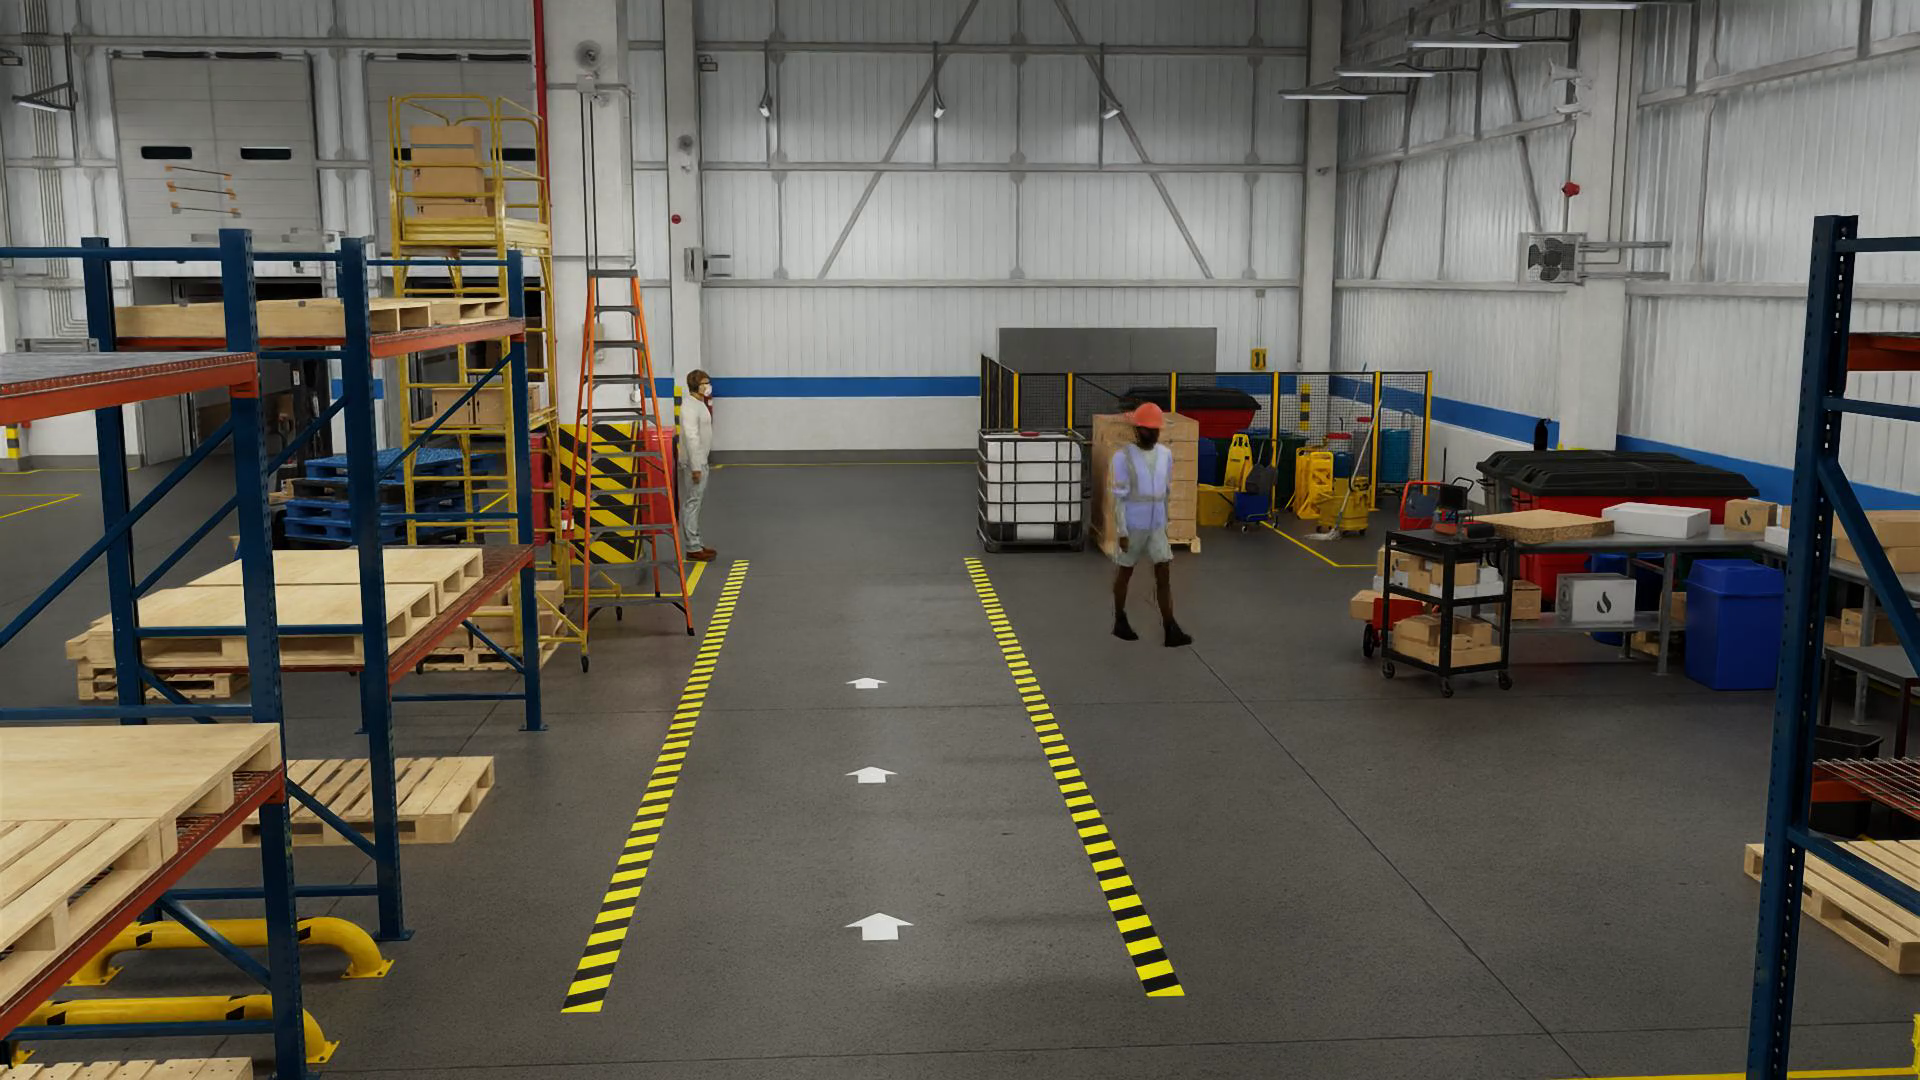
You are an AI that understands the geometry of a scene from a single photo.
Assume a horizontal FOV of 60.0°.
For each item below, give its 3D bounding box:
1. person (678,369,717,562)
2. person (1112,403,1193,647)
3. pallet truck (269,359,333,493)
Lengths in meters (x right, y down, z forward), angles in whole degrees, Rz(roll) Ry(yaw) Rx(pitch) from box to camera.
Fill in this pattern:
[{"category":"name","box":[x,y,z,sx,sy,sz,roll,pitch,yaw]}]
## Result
[{"category":"person","box":[-2.660,-0.757,16.832,0.373,1.941,0.627,0,9,-3]},{"category":"person","box":[1.461,-0.107,12.881,0.568,1.891,0.930,-4,10,-26]},{"category":"pallet truck","box":[-7.062,-1.131,18.996,1.885,1.965,0.823,2,9,13]}]
